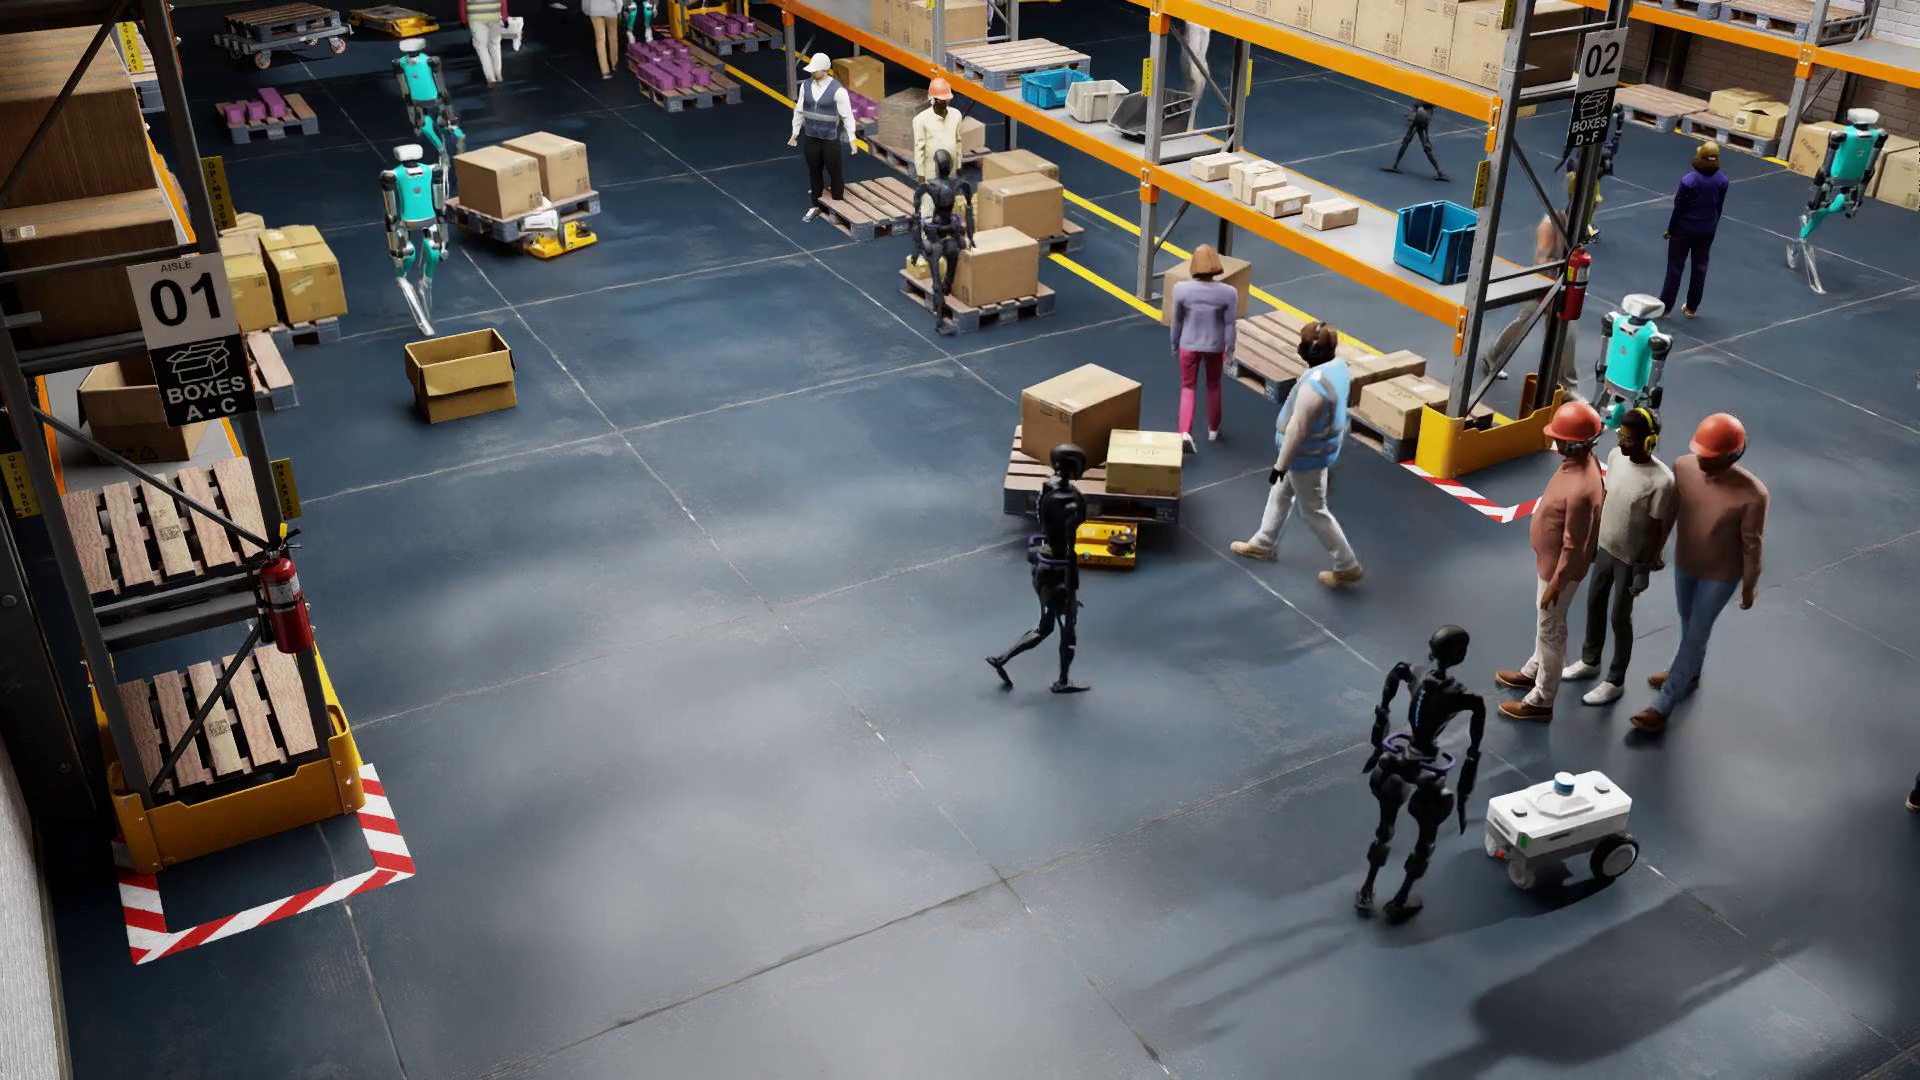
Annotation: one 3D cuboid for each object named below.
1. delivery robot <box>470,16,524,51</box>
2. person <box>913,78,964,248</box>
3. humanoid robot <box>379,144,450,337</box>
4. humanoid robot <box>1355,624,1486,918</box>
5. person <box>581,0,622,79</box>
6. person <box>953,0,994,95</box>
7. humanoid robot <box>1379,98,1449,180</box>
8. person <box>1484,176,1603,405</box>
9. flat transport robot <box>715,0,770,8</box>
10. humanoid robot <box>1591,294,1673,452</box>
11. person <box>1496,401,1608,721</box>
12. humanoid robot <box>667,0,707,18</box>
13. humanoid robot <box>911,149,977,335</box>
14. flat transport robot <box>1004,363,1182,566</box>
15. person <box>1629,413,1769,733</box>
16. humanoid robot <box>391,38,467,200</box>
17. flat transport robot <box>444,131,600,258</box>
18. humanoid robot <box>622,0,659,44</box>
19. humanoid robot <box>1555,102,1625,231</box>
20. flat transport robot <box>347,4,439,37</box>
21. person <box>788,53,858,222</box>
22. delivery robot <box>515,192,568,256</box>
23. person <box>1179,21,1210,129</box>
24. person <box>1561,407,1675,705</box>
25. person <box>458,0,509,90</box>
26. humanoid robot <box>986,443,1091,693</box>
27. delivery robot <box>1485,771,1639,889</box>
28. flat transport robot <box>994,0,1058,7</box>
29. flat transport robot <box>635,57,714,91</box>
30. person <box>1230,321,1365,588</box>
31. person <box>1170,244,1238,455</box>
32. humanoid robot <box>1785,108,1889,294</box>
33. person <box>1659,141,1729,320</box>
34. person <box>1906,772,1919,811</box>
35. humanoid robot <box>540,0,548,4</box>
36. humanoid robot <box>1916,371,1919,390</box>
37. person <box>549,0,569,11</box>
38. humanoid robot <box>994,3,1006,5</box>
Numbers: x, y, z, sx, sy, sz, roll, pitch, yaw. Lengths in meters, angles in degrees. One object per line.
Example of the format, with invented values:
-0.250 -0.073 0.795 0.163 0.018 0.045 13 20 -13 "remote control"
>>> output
-6.649 -7.287 23.824 0.781 0.610 0.499 -2 30 -3 "delivery robot"
-0.195 -3.636 16.248 0.561 1.751 0.324 -21 36 -32 "person"
-4.746 -2.552 14.491 0.550 1.909 0.712 -18 35 -29 "humanoid robot"
2.203 1.130 8.028 0.591 1.647 0.331 26 39 37 "humanoid robot"
-4.814 -7.133 22.405 0.570 1.673 0.926 -2 30 -3 "person"
0.123 -6.741 21.508 0.637 1.904 0.406 -8 31 -14 "person"
5.139 -4.805 18.427 0.791 1.635 0.607 13 32 22 "humanoid robot"
4.770 -2.077 13.419 0.583 1.873 1.026 -14 33 -23 "person"
-3.172 -8.684 26.526 1.431 0.231 0.659 -10 31 -17 "flat transport robot"
4.698 -0.832 11.495 0.744 1.897 0.541 -16 33 -25 "humanoid robot"
3.384 0.126 9.468 0.388 1.987 0.608 8 31 14 "person"
-4.066 -8.761 25.207 0.971 1.721 0.536 -11 32 -18 "humanoid robot"
-0.140 -2.669 14.696 0.609 1.639 0.699 -9 31 -15 "humanoid robot"
0.949 -0.258 11.859 0.659 0.231 1.431 4 30 7 "flat transport robot"
4.173 0.153 9.480 0.837 1.941 0.649 -15 33 -25 "person"
-5.562 -4.585 17.947 0.562 1.775 0.915 9 31 15 "humanoid robot"
-4.432 -3.191 16.965 1.431 0.231 0.659 22 37 34 "flat transport robot"
-4.379 -7.309 22.660 0.530 1.777 0.760 -9 31 -15 "humanoid robot"
6.288 -3.846 16.692 0.585 1.655 0.426 -3 30 -5 "humanoid robot"
-8.527 -7.799 24.986 1.431 0.231 0.659 23 37 34 "flat transport robot"
-1.393 -4.131 17.107 0.763 1.756 0.447 11 32 19 "person"
-4.191 -3.198 16.678 0.521 0.583 0.752 -5 30 -8 "delivery robot"
2.734 -5.532 19.456 0.370 1.857 0.692 9 31 15 "person"
3.825 0.086 9.673 0.346 1.856 0.521 -11 32 -19 "person"
-6.229 -6.850 21.804 0.633 1.813 0.845 -17 34 -27 "person"
0.476 0.196 9.674 0.615 1.622 0.612 -6 30 -11 "humanoid robot"
3.100 1.464 8.593 0.785 0.614 0.513 -11 32 -18 "delivery robot"
0.843 -8.749 26.640 1.431 0.231 0.659 -9 31 -15 "flat transport robot"
-3.845 -6.322 22.416 0.659 0.231 1.431 -15 33 -25 "flat transport robot"
2.300 -0.561 10.852 0.919 1.805 0.630 12 32 19 "person"
1.822 -1.422 12.533 0.509 1.604 0.669 5 30 8 "person"
8.109 -3.285 15.698 0.530 1.769 0.995 -2 30 -4 "humanoid robot"
6.535 -2.763 14.856 0.448 1.623 0.336 -2 30 -4 "person"
5.388 0.670 8.561 0.389 1.950 0.617 -24 37 -35 "person"
-6.619 -9.325 26.232 0.598 1.651 0.337 4 30 7 "humanoid robot"
8.155 -1.844 13.259 0.601 1.629 0.796 -4 30 -6 "humanoid robot"
-5.977 -8.994 25.518 0.900 1.813 0.514 -9 31 -15 "person"
0.559 -9.259 26.118 0.347 1.649 0.586 -2 30 -4 "humanoid robot"
